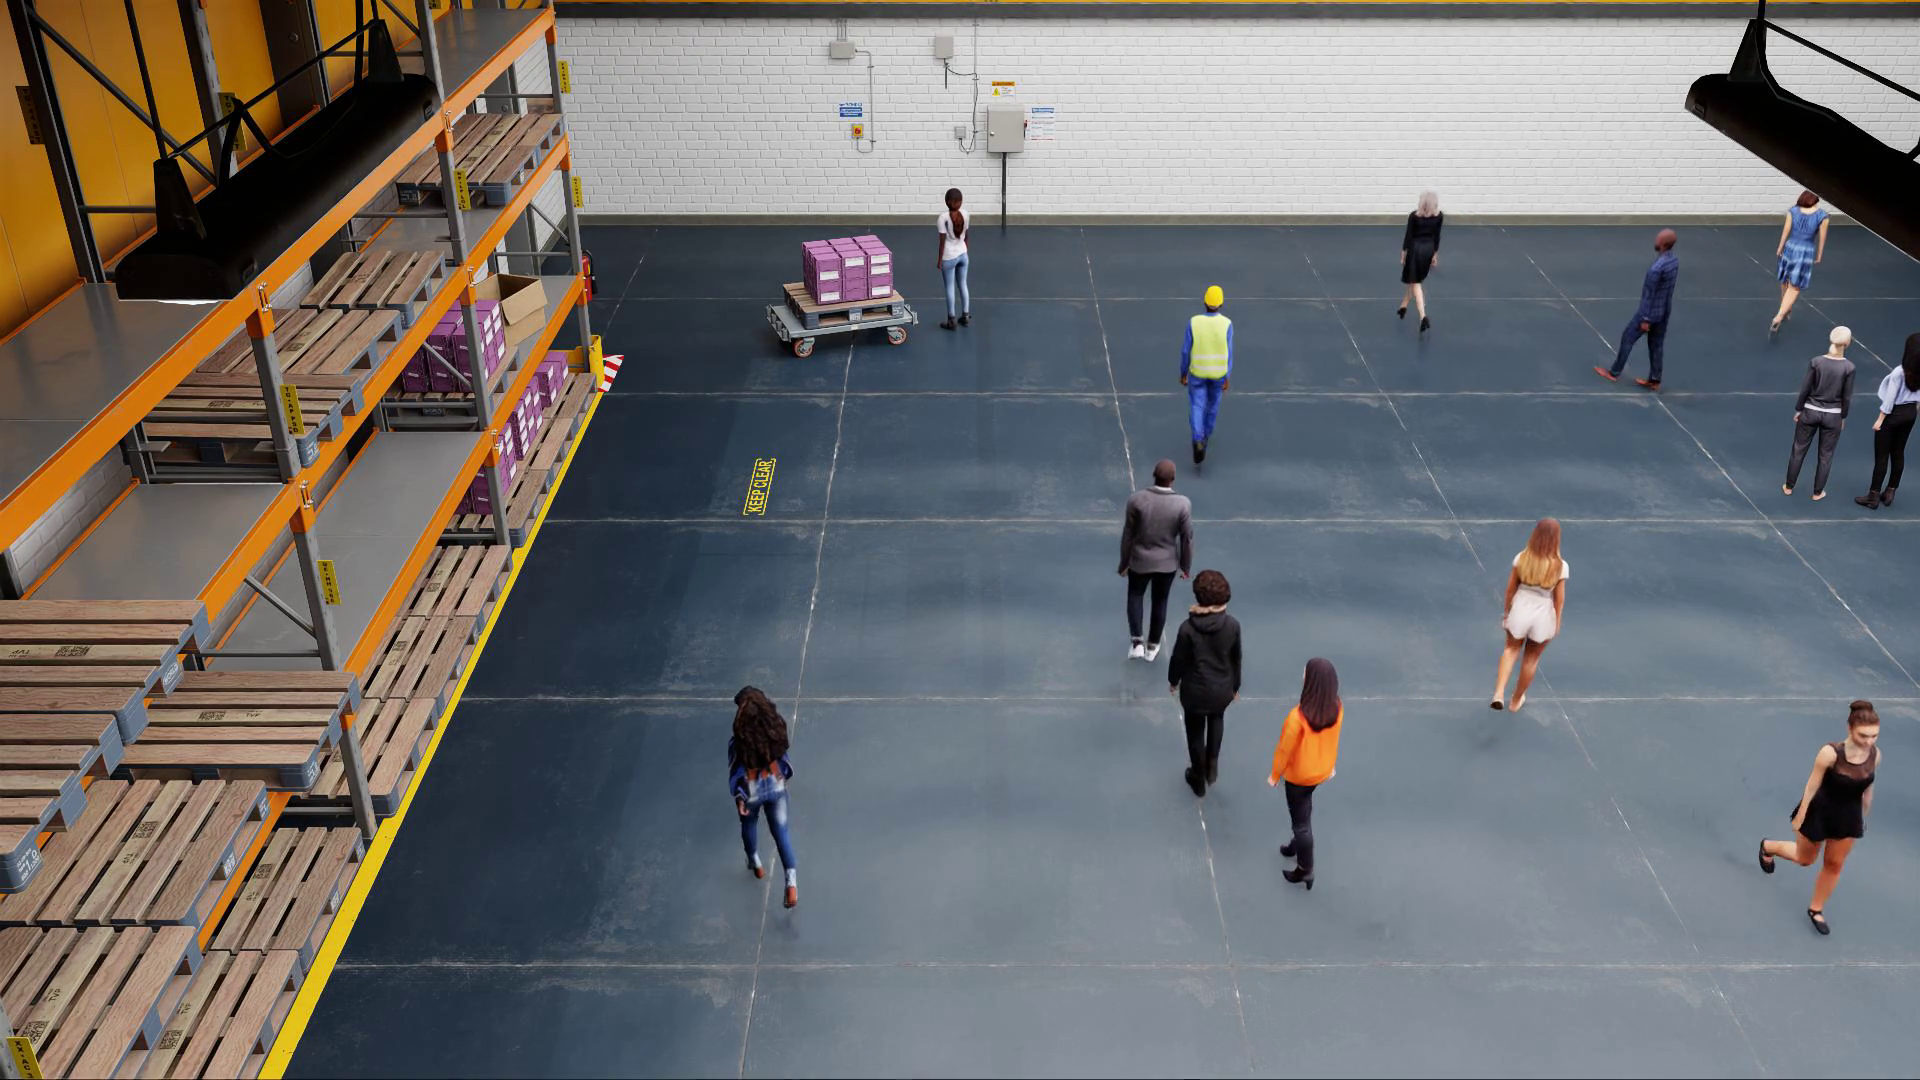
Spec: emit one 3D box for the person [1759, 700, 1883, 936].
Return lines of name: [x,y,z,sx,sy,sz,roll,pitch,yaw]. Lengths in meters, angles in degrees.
person: [5.501,1.692,10.603,0.639,1.660,0.888,-4,29,-7]

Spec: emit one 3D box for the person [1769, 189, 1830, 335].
person: [9.816,-3.250,19.550,1.183,1.769,1.123,-25,37,-38]

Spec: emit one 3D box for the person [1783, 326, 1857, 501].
person: [8.223,-1.214,15.860,0.687,1.727,0.703,18,33,29]

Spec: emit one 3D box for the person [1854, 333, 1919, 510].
person: [8.832,-1.126,15.682,0.720,1.743,0.672,-10,30,-17]

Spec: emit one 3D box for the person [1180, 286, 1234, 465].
person: [2.457,-1.632,16.561,0.703,1.790,1.132,2,29,3]

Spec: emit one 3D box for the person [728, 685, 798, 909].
person: [-1.243,1.664,10.725,0.874,1.592,1.096,-12,31,-22]

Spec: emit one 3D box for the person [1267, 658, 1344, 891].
person: [2.310,1.557,10.770,0.759,1.737,0.814,-23,36,-35]

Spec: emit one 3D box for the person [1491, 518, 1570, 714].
person: [4.280,0.629,12.529,0.795,1.681,0.895,17,33,28]

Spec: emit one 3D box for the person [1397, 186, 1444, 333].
person: [5.457,-3.285,19.683,0.683,1.702,1.160,-4,29,-8]

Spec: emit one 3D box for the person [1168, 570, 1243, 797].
person: [1.754,1.061,11.649,0.682,1.765,0.633,-3,29,-6]

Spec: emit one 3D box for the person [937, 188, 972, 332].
person: [-0.063,-3.349,19.782,0.671,1.719,0.696,-18,33,-29]

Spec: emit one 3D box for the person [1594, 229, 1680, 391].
person: [7.628,-2.481,18.110,0.995,1.797,1.072,-23,36,-35]

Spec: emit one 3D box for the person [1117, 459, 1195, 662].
person: [1.520,0.224,13.140,0.807,1.807,0.802,4,29,8]
